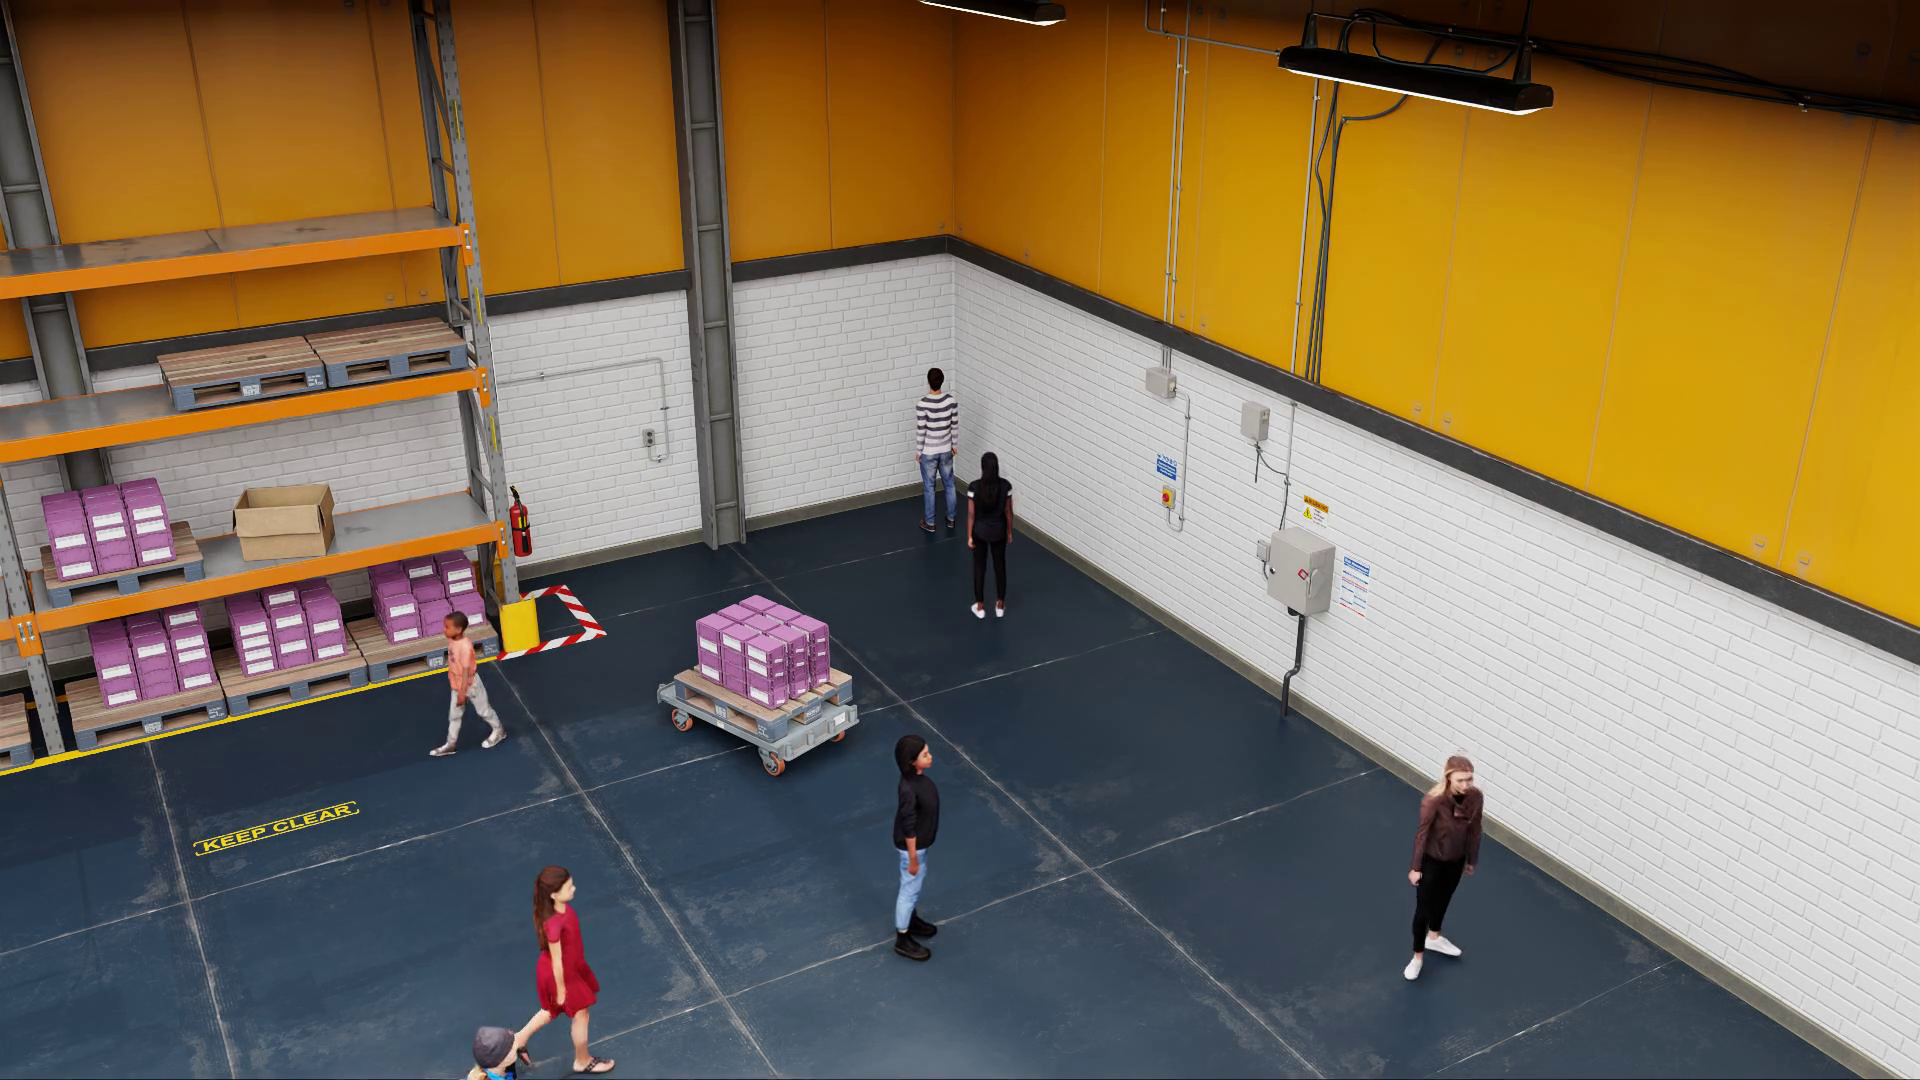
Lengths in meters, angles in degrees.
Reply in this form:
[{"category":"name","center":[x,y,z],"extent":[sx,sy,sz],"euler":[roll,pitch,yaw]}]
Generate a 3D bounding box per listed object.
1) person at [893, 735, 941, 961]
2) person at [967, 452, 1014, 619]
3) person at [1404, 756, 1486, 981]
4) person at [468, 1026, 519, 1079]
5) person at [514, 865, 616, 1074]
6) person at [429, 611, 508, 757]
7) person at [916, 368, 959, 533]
[{"category":"person","center":[-0.329,2.092,11.486],"extent":[0.683,1.696,0.642],"euler":[2,24,4]},{"category":"person","center":[0.298,-0.056,16.359],"extent":[0.635,1.730,0.757],"euler":[-3,24,-8]},{"category":"person","center":[3.287,2.162,11.332],"extent":[0.676,1.692,0.824],"euler":[-10,25,-21]},{"category":"person","center":[-2.432,3.287,8.647],"extent":[0.660,1.782,0.655],"euler":[-10,25,-21]},{"category":"person","center":[-2.548,2.684,10.336],"extent":[0.949,1.533,0.699],"euler":[-5,24,-11]},{"category":"person","center":[-4.102,1.202,14.039],"extent":[0.921,1.283,0.610],"euler":[-19,30,-37]},{"category":"person","center":[-0.256,-1.006,18.380],"extent":[0.518,1.853,0.735],"euler":[-9,25,-20]}]
